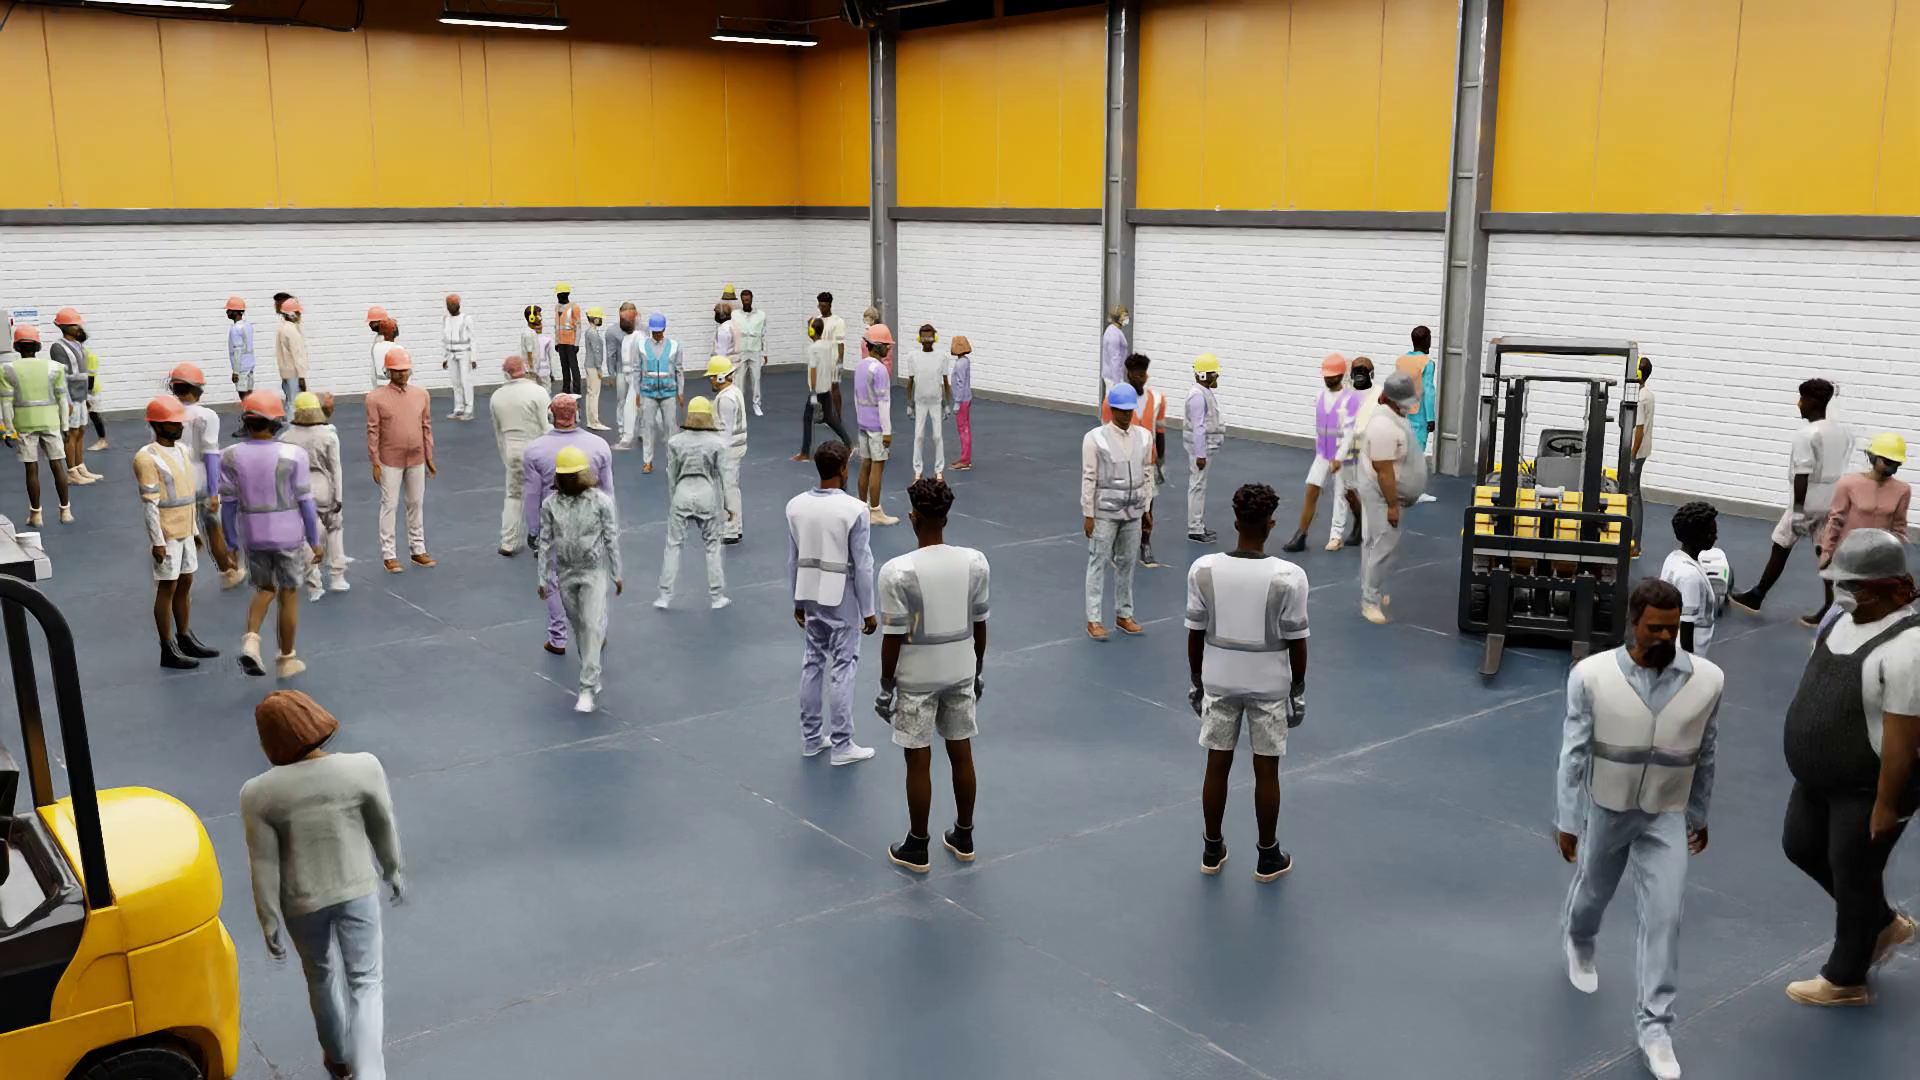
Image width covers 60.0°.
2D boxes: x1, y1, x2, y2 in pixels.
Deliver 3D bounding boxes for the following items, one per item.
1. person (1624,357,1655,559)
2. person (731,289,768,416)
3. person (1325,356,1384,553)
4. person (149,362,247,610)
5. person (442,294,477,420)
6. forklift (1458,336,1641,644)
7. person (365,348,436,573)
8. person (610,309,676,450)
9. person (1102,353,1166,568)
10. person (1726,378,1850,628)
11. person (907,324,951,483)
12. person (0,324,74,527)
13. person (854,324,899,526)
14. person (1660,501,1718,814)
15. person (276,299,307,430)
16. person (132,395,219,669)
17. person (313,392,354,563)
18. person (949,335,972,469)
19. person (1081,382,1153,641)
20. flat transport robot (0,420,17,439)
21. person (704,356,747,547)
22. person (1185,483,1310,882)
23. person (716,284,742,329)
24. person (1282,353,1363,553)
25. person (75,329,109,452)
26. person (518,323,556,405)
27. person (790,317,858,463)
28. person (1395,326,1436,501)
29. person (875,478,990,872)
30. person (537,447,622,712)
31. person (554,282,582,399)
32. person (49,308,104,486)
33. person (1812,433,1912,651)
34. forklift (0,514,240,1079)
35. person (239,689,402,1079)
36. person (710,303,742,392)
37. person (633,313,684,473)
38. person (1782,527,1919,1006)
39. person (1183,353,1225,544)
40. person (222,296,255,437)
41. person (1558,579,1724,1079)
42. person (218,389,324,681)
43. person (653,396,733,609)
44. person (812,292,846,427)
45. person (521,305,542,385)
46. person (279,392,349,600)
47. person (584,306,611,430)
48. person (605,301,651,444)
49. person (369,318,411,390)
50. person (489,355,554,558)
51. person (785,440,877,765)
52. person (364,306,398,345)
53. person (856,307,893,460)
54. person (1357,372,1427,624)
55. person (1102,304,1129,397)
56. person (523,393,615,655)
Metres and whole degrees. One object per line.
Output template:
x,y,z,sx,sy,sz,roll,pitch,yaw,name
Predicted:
6.192,-0.761,15.326,0.315,1.870,0.532,6,13,27,person
-3.218,-2.838,25.240,0.596,1.915,0.380,-3,12,-13,person
3.721,-0.795,15.558,0.621,1.845,0.429,5,13,23,person
-6.317,-0.457,13.627,0.624,1.973,1.080,1,12,5,person
-7.472,-2.729,24.804,0.588,1.882,0.346,5,13,24,person
4.683,-0.471,13.136,1.214,2.155,2.313,4,12,20,forklift
-4.952,-0.716,14.803,0.395,1.994,0.612,11,16,43,person
-4.222,-2.134,22.047,0.911,1.847,0.592,-7,14,-32,person
1.557,-0.694,14.834,0.613,1.949,0.420,-3,12,-16,person
6.521,-0.301,12.949,0.625,1.923,0.957,-6,13,-25,person
-0.363,-1.579,19.308,0.511,1.862,0.324,0,12,2,person
-9.324,-1.150,16.781,0.609,2.044,0.395,-9,14,-36,person
-0.837,-1.165,16.861,0.395,2.038,0.615,-6,13,-27,person
3.922,0.623,9.059,0.317,1.695,0.540,3,12,15,person
-8.741,-2.155,21.838,0.543,1.996,0.641,-10,15,-39,person
-5.561,-0.064,11.798,0.357,1.938,0.542,1,12,4,person
-5.701,-0.510,14.735,0.534,1.612,0.695,8,14,34,person
0.007,-1.681,20.339,0.279,1.634,0.499,2,12,8,person
1.193,-0.217,12.510,0.608,1.946,0.406,-6,13,-26,person
-13.534,-1.446,22.515,0.652,0.197,1.431,9,15,37,flat transport robot
-2.232,-0.847,15.869,0.403,1.820,0.602,-1,12,-2,person
1.394,0.690,8.083,0.607,1.966,0.367,5,13,24,person
-4.148,-3.737,30.004,0.492,1.742,0.320,-1,12,-3,person
3.532,-0.823,15.624,0.993,1.888,0.541,-10,16,-41,person
-11.359,-1.915,21.416,0.580,1.641,0.826,3,12,13,person
-5.926,-2.297,23.332,0.508,1.629,0.318,-5,13,-21,person
-1.697,-1.864,20.754,0.907,1.840,0.531,7,13,29,person
4.972,-1.380,18.197,0.391,1.920,0.587,-5,13,-24,person
-0.138,0.664,8.211,0.603,1.966,0.368,-7,13,-29,person
-2.494,0.258,10.764,0.512,1.707,0.825,2,12,7,person
-6.448,-3.258,27.244,0.595,1.925,0.370,9,15,38,person
-10.209,-1.654,19.213,0.379,2.045,0.605,-2,12,-8,person
6.200,0.111,11.414,0.548,1.738,0.467,0,12,0,person
-3.687,1.115,5.480,2.313,2.155,1.214,-9,15,-36,forklift
-2.267,1.313,5.966,0.522,1.595,0.790,-5,13,-21,person
-3.281,-2.394,23.306,0.428,1.837,0.624,2,12,10,person
-3.619,-1.765,20.010,0.604,1.938,0.402,-2,12,-10,person
3.659,0.920,6.792,0.567,2.000,0.708,0,12,2,person
2.346,-0.886,16.020,0.404,1.832,0.600,2,12,10,person
-9.968,-2.397,23.054,0.351,1.942,0.545,-1,12,-5,person
2.667,1.045,6.610,0.613,1.877,0.992,1,12,7,person
-4.693,-0.012,11.329,0.616,2.027,0.501,1,12,4,person
-2.167,-0.278,13.363,0.685,1.719,0.509,-1,12,-2,person
-1.911,-2.611,24.054,0.607,1.958,0.376,10,15,40,person
-5.760,-2.231,22.464,0.327,1.859,0.510,-3,12,-12,person
-5.368,-0.373,13.835,0.489,1.710,0.560,-2,12,-9,person
-5.197,-2.448,23.740,0.329,1.763,0.523,-5,13,-23,person
-4.416,-2.221,22.250,0.632,1.930,0.387,-7,14,-30,person
-6.766,-1.712,19.881,0.584,1.884,0.347,7,13,30,person
-3.985,-0.754,15.295,0.742,1.878,0.410,6,13,28,person
-0.772,0.368,9.783,0.593,1.912,0.381,8,14,35,person
-7.369,-2.025,21.307,0.398,1.929,0.539,-10,15,-39,person
-1.070,-1.965,20.980,0.370,1.938,0.627,-7,13,-29,person
3.411,-0.394,13.136,0.534,2.000,0.814,4,12,17,person
2.007,-2.071,21.487,0.355,1.936,0.636,1,12,3,person
-2.844,-0.116,12.126,0.650,1.906,0.409,-5,13,-23,person
